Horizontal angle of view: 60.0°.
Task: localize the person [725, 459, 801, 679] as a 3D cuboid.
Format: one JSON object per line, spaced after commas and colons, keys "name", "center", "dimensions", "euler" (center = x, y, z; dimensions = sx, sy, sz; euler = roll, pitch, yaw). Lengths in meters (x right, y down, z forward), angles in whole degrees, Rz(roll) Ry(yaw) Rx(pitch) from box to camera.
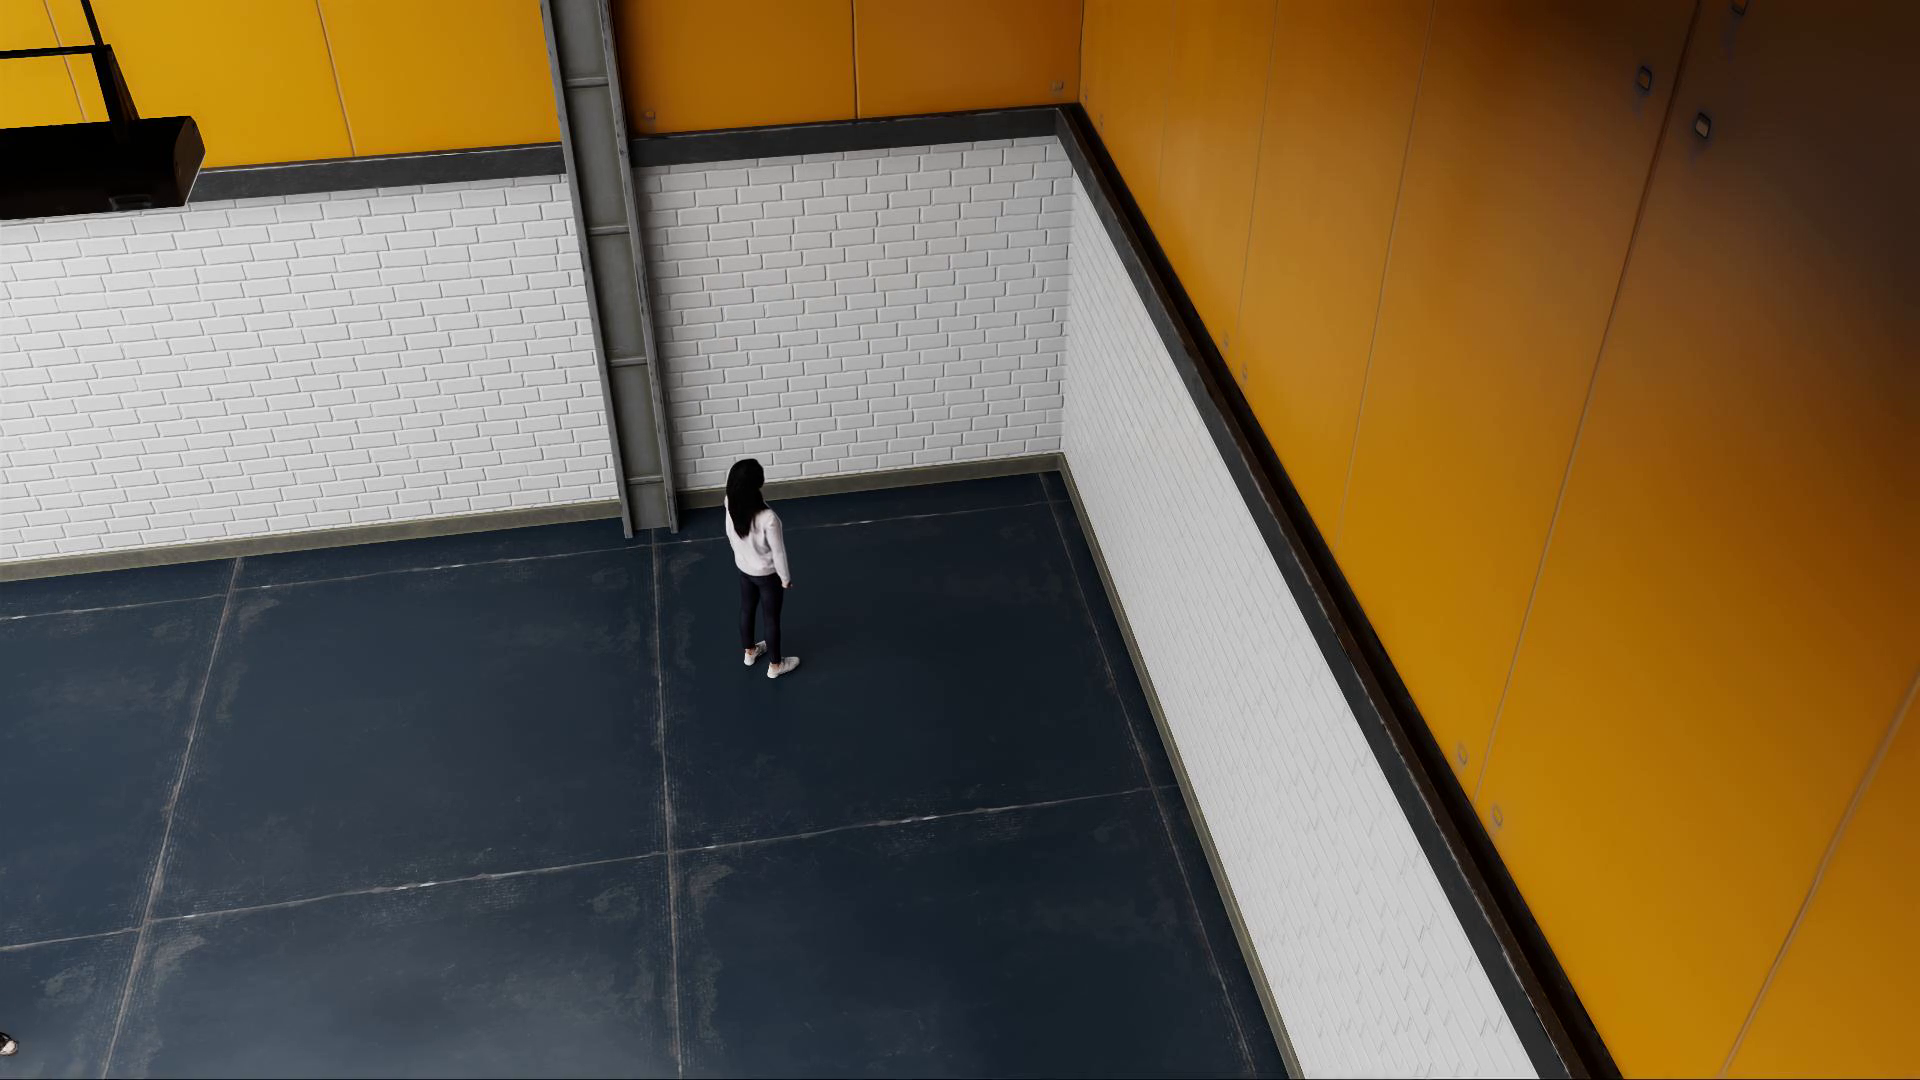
{"name": "person", "center": [-1.311, 0.170, 10.768], "dimensions": [0.709, 1.700, 0.760], "euler": [26, 45, 28]}
